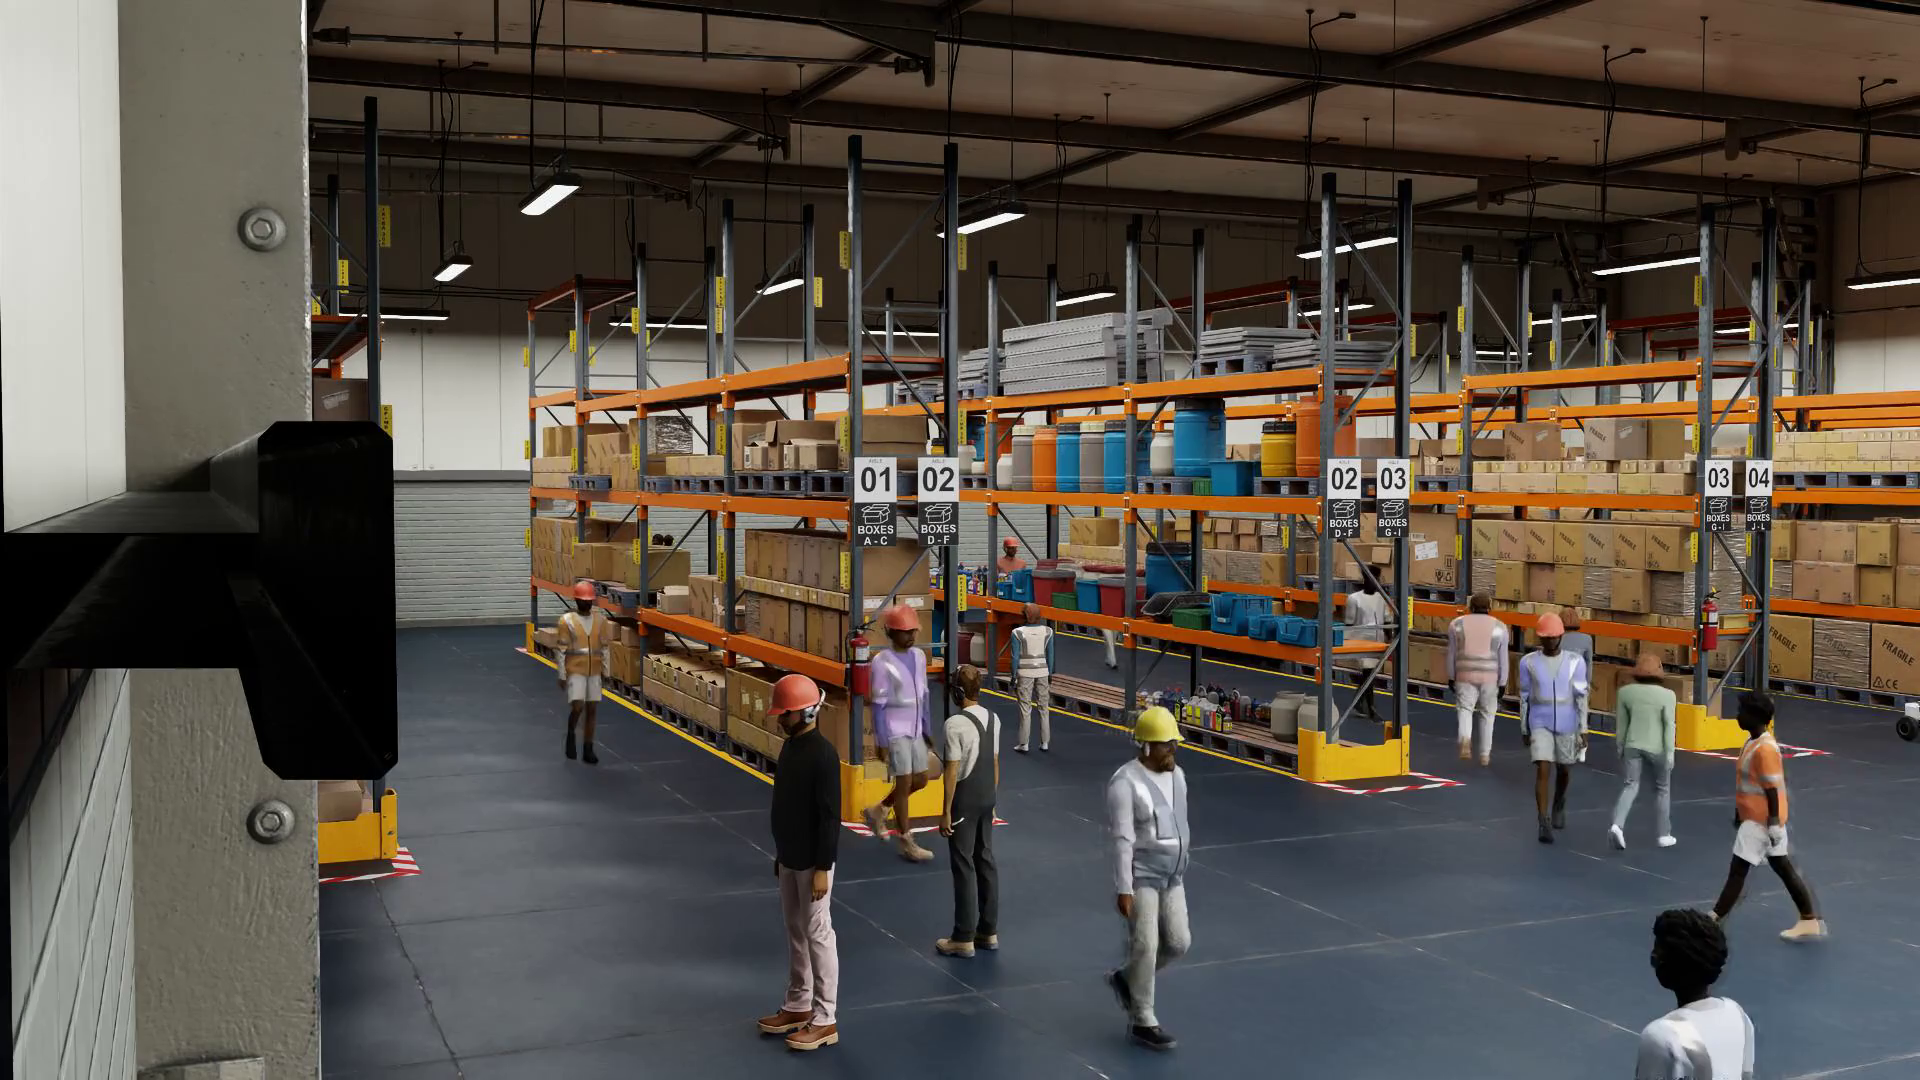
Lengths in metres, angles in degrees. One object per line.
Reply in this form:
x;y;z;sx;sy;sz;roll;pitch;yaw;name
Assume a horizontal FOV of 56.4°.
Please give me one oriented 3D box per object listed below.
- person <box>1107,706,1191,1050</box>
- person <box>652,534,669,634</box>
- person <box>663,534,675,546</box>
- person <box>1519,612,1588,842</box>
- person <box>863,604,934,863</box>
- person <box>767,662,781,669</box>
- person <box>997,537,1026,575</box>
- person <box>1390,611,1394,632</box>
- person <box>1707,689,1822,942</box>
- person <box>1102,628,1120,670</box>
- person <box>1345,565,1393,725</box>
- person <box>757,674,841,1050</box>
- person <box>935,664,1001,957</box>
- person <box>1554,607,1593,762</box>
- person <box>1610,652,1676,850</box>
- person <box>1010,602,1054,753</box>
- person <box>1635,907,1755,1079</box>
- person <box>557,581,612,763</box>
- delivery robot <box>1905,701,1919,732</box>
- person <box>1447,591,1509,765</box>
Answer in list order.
0.998;1.795;9.675;0.597;1.819;0.501;-2;3;-44;person
-5.537;0.847;33.054;0.588;1.918;0.392;2;3;44;person
-5.604;0.817;34.437;0.513;1.872;0.328;-1;3;-29;person
5.007;1.543;15.167;0.543;1.906;0.908;0;2;12;person
-0.493;1.512;14.243;0.687;2.028;0.629;2;3;36;person
-2.690;1.164;26.164;0.602;1.809;0.514;-2;3;-40;person
0.820;0.941;29.560;0.621;1.997;0.372;-1;2;-23;person
7.143;1.014;29.830;0.592;1.849;0.902;-1;2;-24;person
5.190;1.796;11.682;0.898;1.643;0.549;1;2;18;person
2.366;1.210;27.775;0.575;1.588;0.890;-1;2;-16;person
5.048;1.274;22.151;0.619;1.947;0.877;-1;2;-23;person
-0.855;1.709;9.661;0.390;1.986;0.609;-1;3;-30;person
0.063;1.714;11.476;0.332;1.842;0.507;2;3;38;person
6.427;1.529;18.912;0.497;1.633;0.286;0;2;-4;person
5.546;1.716;14.565;0.506;1.608;0.773;2;3;45;person
0.791;1.498;19.585;0.514;1.645;0.307;-1;2;-21;person
2.293;2.010;5.677;0.349;1.690;0.562;2;3;45;person
-3.941;1.389;18.881;0.547;1.925;0.395;-2;3;-36;person
11.085;1.982;20.286;0.477;0.478;0.707;-1;2;-19;delivery robot
5.398;1.445;18.674;0.633;1.827;0.673;1;2;18;person
